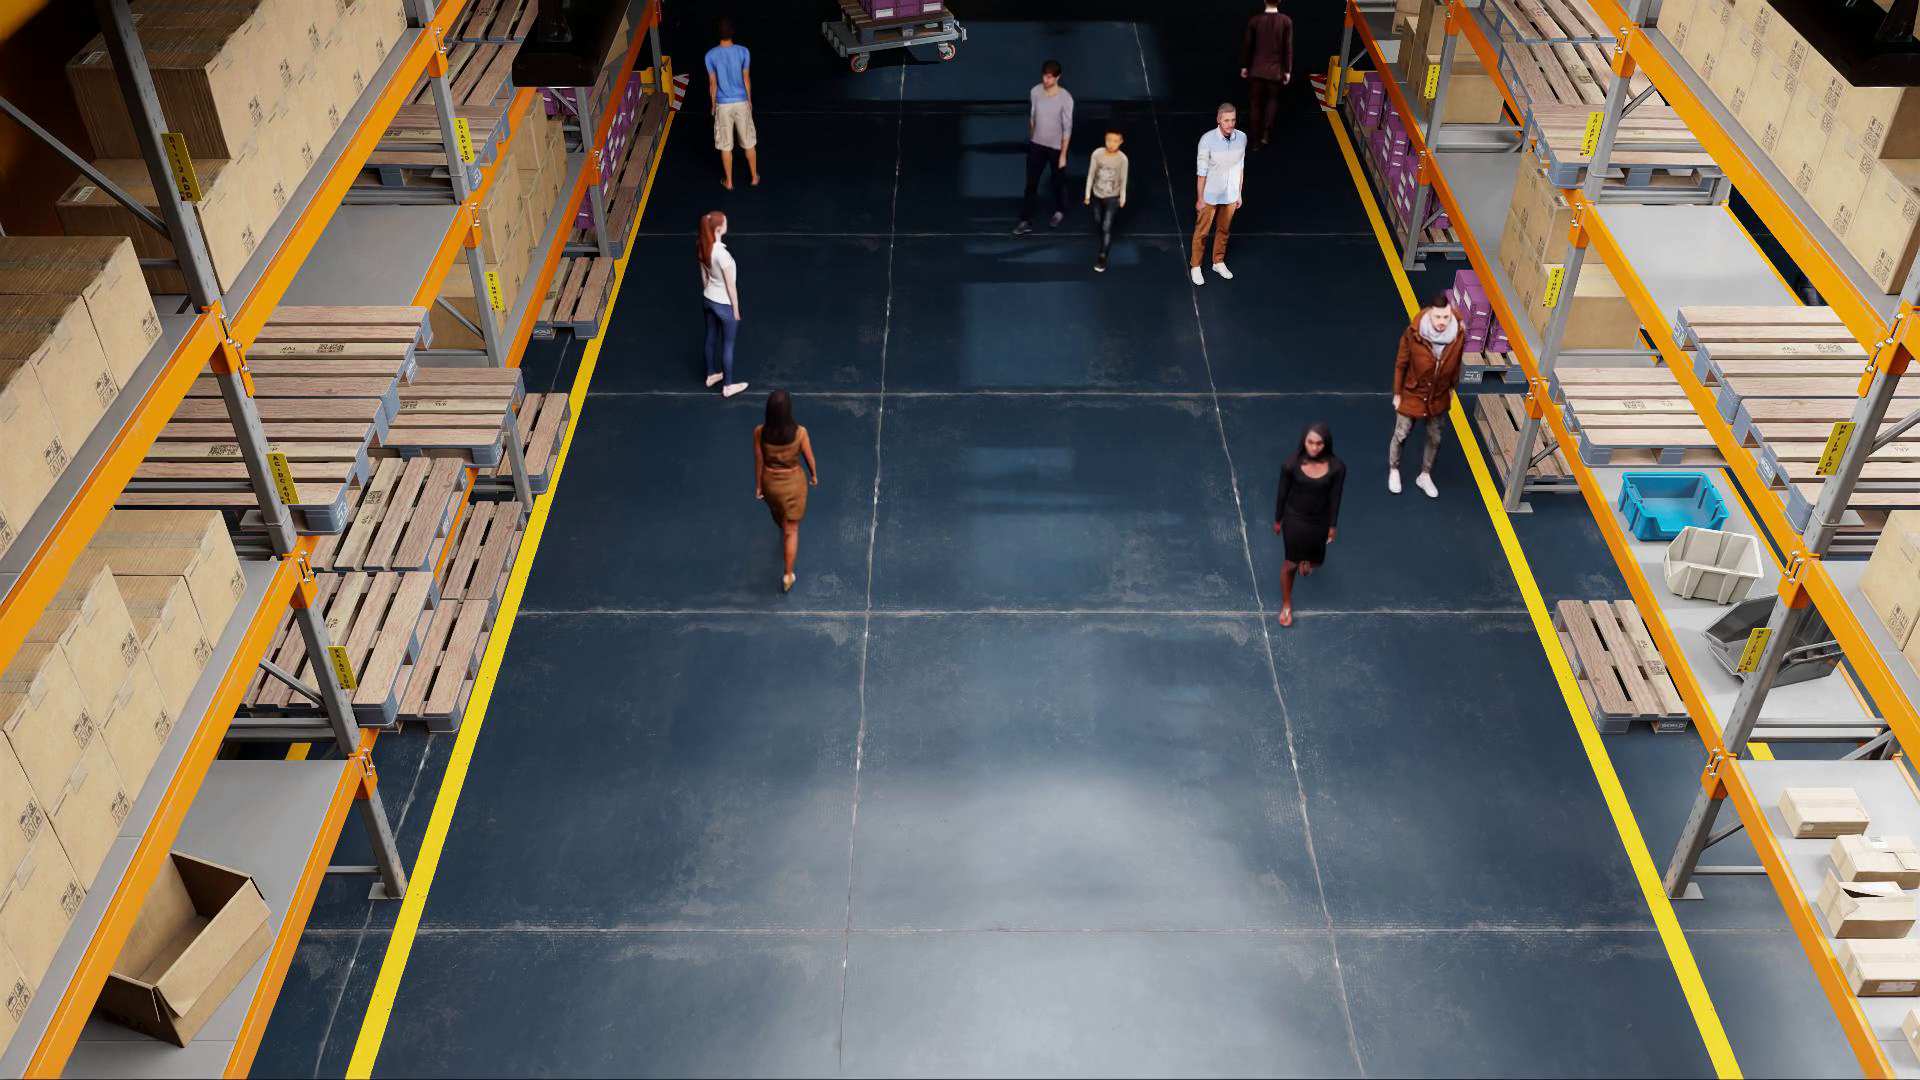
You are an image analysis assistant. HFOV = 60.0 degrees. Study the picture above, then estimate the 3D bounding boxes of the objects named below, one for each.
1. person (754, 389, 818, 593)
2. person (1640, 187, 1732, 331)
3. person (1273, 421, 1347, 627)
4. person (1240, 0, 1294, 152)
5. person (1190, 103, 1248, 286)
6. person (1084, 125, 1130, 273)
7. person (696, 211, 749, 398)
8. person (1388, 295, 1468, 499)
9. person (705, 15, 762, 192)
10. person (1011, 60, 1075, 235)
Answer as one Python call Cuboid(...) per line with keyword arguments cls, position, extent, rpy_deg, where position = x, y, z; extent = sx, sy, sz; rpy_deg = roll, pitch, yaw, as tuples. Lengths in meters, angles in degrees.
Cuboid(cls="person", position=(-1.323, -0.328, 12.442), extent=(0.612, 1.653, 1.005), rpy_deg=(1, 39, 1))
Cuboid(cls="person", position=(6.719, -2.807, 15.356), extent=(0.751, 1.891, 0.728), rpy_deg=(8, 39, 9))
Cuboid(cls="person", position=(2.543, -0.181, 12.213), extent=(0.667, 1.709, 0.896), rpy_deg=(4, 39, 5))
Cuboid(cls="person", position=(3.380, -5.160, 18.331), extent=(0.760, 1.854, 0.680), rpy_deg=(6, 39, 7))
Cuboid(cls="person", position=(2.503, -3.378, 16.121), extent=(0.763, 1.827, 0.715), rpy_deg=(-14, 41, -17))
Cuboid(cls="person", position=(1.475, -3.455, 16.527), extent=(0.783, 1.441, 1.038), rpy_deg=(15, 41, 17))
Cuboid(cls="person", position=(-2.121, -2.067, 14.555), extent=(0.641, 1.733, 0.699), rpy_deg=(31, 48, 33))
Cuboid(cls="person", position=(3.723, -1.212, 13.405), extent=(0.734, 1.832, 0.706), rpy_deg=(-3, 39, -4))
Cuboid(cls="person", position=(-2.421, -4.636, 17.669), extent=(0.716, 1.862, 0.668), rpy_deg=(-10, 40, -13))
Cuboid(cls="person", position=(0.968, -4.046, 16.966), extent=(0.989, 1.818, 1.113), rpy_deg=(23, 44, 26))
